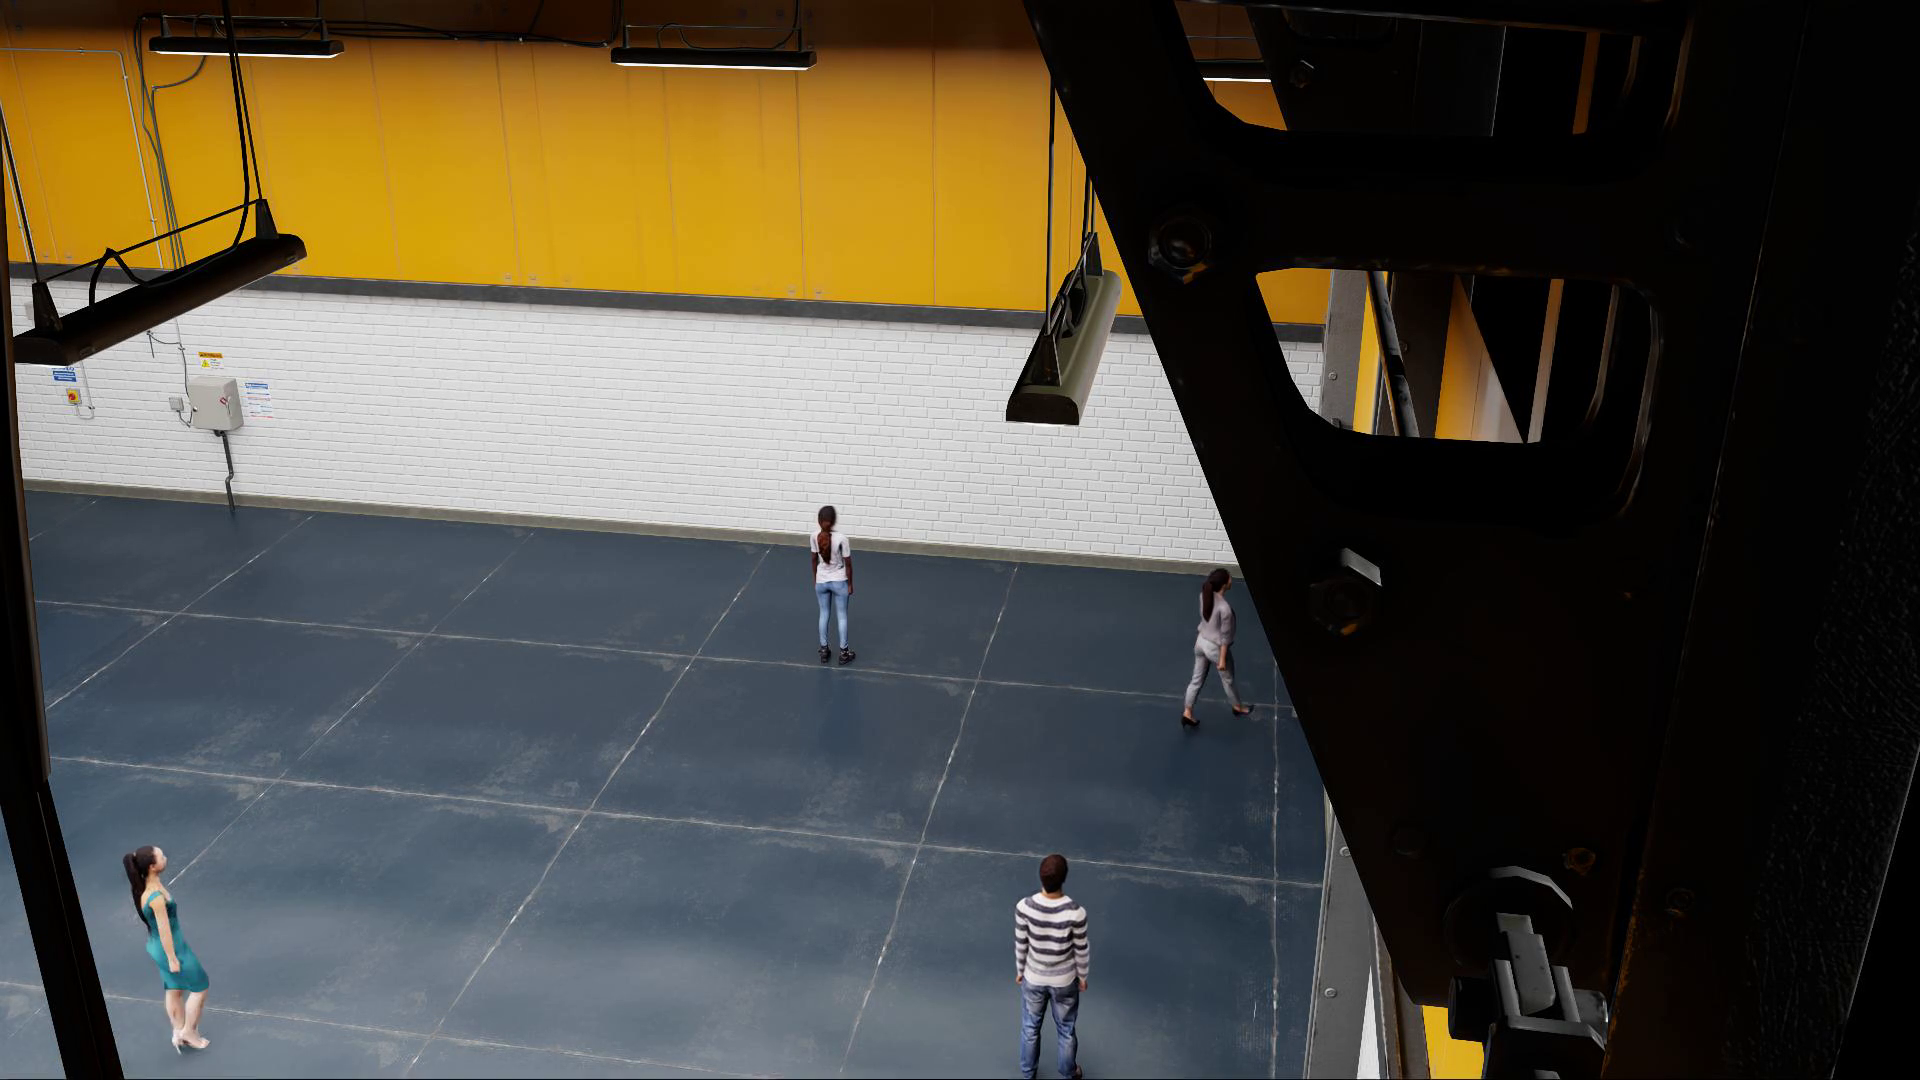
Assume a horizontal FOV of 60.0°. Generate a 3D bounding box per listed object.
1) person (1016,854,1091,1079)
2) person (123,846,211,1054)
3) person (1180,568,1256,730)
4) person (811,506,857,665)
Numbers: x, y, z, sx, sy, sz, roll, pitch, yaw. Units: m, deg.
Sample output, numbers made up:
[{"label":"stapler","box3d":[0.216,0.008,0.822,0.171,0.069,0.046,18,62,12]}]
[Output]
[{"label":"person","box3d":[0.610,2.928,11.210,0.647,1.854,0.516,5,24,10]},{"label":"person","box3d":[-5.555,2.882,11.538,0.744,1.676,0.692,-17,29,-34]},{"label":"person","box3d":[2.324,1.070,15.735,1.076,1.634,1.053,-13,27,-28]},{"label":"person","box3d":[-1.309,0.449,17.048,0.604,1.721,0.554,7,25,15]}]
